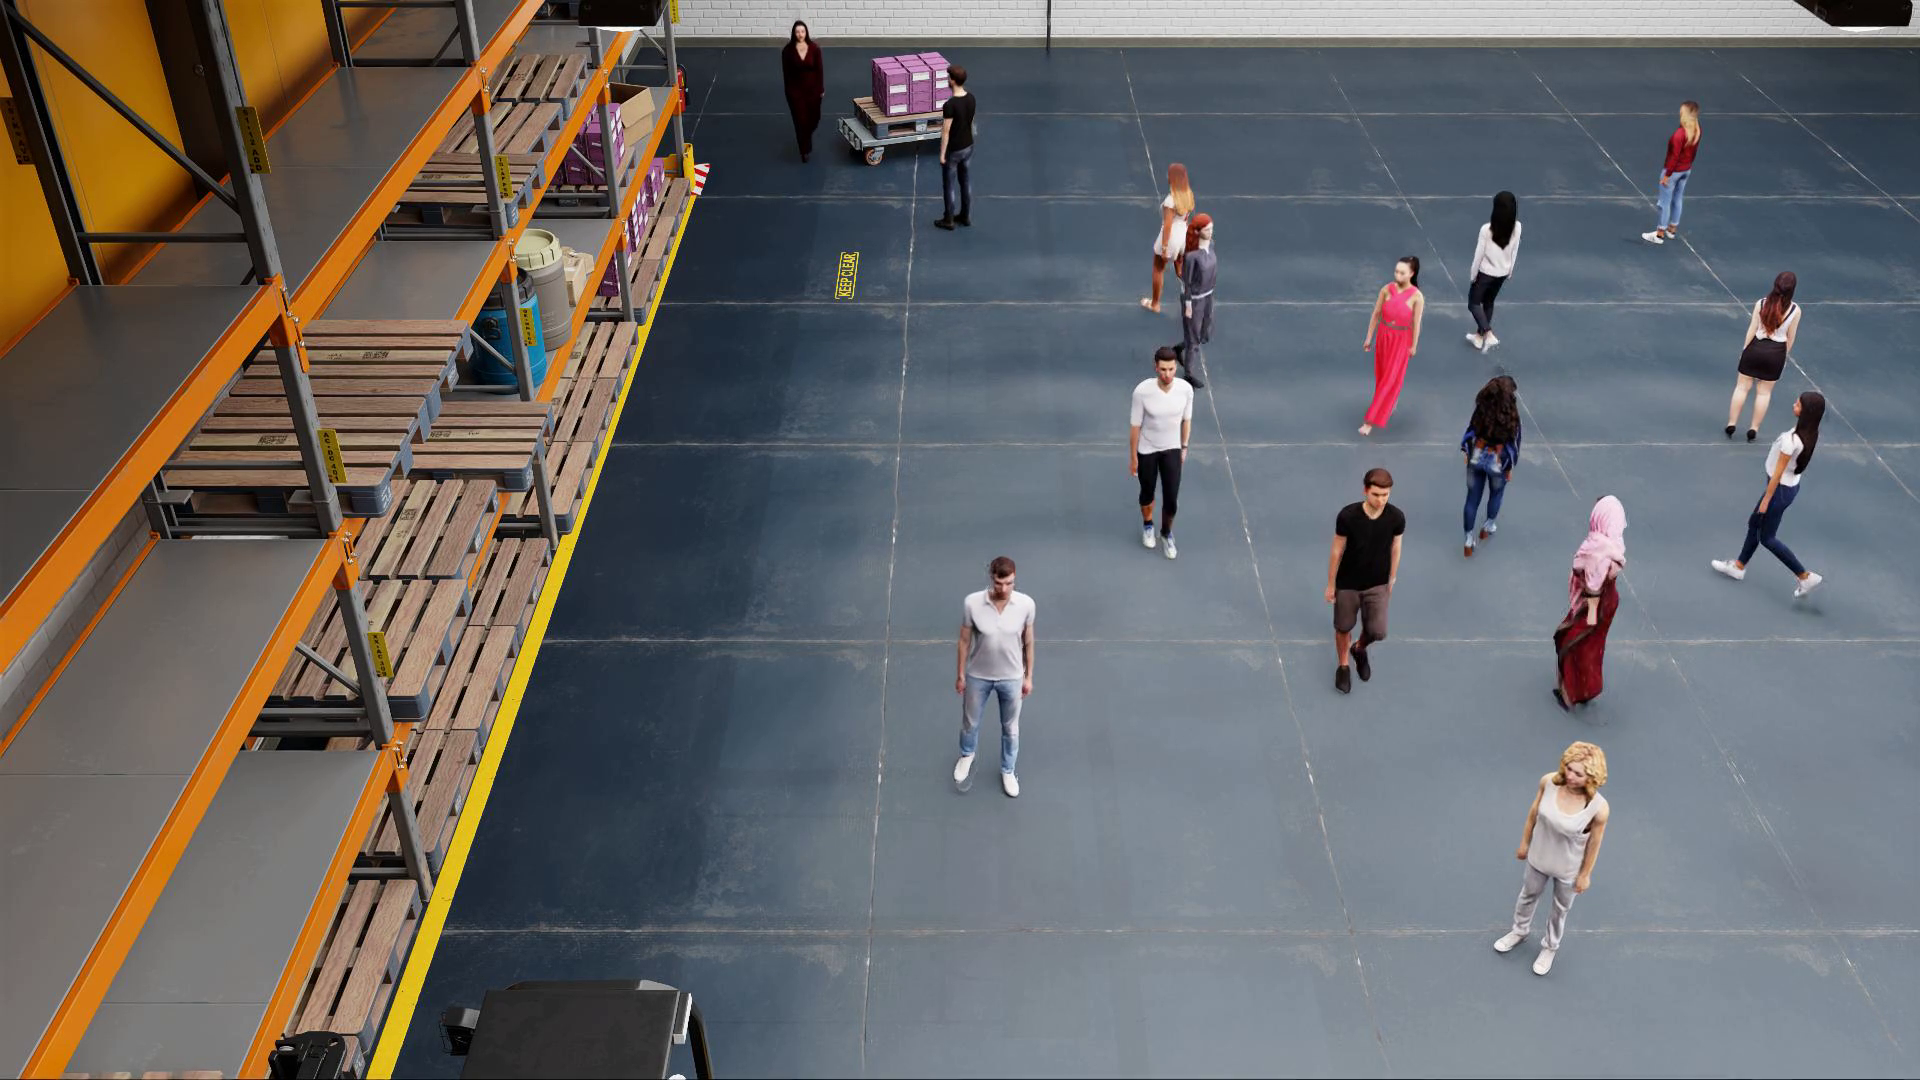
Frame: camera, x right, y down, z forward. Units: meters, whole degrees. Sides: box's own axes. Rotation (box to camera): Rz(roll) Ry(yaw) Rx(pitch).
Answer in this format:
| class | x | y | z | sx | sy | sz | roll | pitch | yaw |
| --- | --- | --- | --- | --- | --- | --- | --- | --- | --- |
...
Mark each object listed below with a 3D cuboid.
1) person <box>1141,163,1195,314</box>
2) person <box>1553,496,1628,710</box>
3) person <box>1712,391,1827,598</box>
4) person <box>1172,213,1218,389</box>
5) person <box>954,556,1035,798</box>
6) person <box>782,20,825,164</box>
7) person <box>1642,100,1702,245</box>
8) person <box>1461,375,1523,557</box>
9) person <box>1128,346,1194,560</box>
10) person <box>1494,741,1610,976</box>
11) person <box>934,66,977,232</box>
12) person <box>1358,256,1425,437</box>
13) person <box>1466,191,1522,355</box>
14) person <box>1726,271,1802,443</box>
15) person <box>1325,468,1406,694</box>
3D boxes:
| class | x | y | z | sx | sy | sz | roll | pitch | yaw |
| --- | --- | --- | --- | --- | --- | --- | --- | --- | --- |
| person | 2.262 | -3.041 | 17.107 | 1.008 | 1.674 | 1.097 | -27 | 42 | -35 |
| person | 4.571 | 0.472 | 11.890 | 0.904 | 1.598 | 0.827 | 15 | 36 | 21 |
| person | 6.468 | -0.321 | 12.944 | 1.081 | 1.753 | 1.055 | 26 | 42 | 33 |
| person | 2.205 | -2.311 | 15.928 | 0.848 | 1.762 | 0.794 | 24 | 41 | 32 |
| person | 0.216 | 0.874 | 11.050 | 0.677 | 1.858 | 0.678 | 1 | 34 | 1 |
| person | -1.987 | -5.712 | 21.066 | 0.789 | 1.738 | 1.053 | -7 | 34 | -10 |
| person | 8.118 | -4.176 | 18.849 | 0.676 | 1.634 | 0.696 | -21 | 39 | -29 |
| person | 4.252 | -0.573 | 13.457 | 0.812 | 1.604 | 0.883 | 18 | 38 | 25 |
| person | 1.607 | -0.782 | 13.561 | 0.646 | 1.837 | 0.707 | 0 | 34 | 0 |
| person | 3.523 | 1.842 | 9.763 | 0.744 | 1.670 | 0.679 | -27 | 42 | -35 |
| person | 0.011 | -4.500 | 19.104 | 0.795 | 1.892 | 0.855 | -28 | 43 | -36 |
| person | 4.010 | -1.818 | 15.261 | 1.054 | 1.679 | 1.178 | 25 | 41 | 32 |
| person | 5.299 | -2.600 | 16.433 | 0.751 | 1.684 | 0.935 | -9 | 35 | -13 |
| person | 7.272 | -1.660 | 15.052 | 0.608 | 1.648 | 0.615 | 12 | 35 | 17 |
| person | 2.889 | 0.239 | 12.010 | 0.680 | 1.852 | 0.684 | 3 | 34 | 4 |
